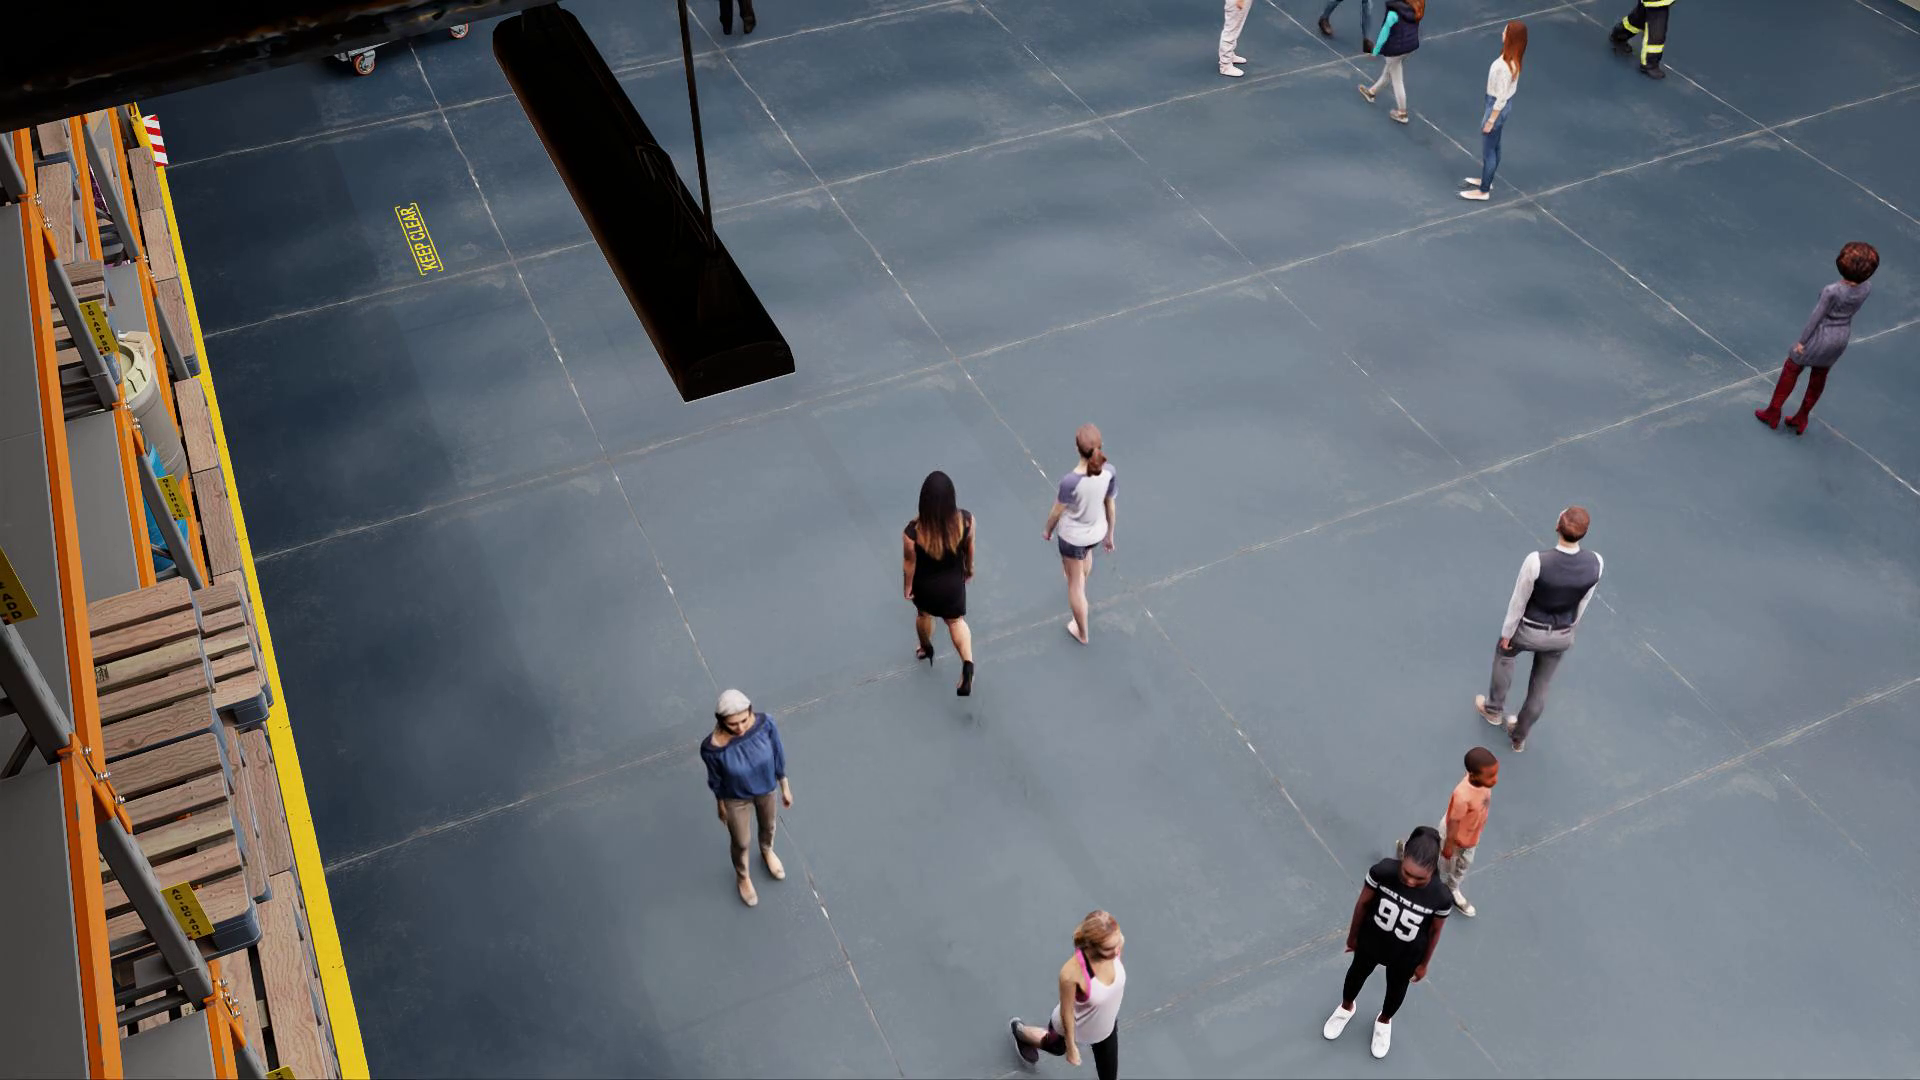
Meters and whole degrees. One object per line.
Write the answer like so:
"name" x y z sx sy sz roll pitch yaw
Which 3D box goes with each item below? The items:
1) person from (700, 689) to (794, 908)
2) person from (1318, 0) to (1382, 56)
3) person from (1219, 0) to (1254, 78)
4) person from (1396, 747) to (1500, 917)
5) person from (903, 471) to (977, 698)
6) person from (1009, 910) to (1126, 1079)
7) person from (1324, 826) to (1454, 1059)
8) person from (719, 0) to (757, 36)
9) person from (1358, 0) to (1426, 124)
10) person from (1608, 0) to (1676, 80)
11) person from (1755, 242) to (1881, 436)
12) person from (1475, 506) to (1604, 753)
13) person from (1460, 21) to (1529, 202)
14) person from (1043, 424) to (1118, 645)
"person" -1.221 1.414 9.606 0.651 1.694 0.607 -23 48 -22
"person" 4.096 -5.950 17.407 0.697 1.597 1.185 -25 49 -24
"person" 2.847 -5.622 16.997 0.786 1.688 0.715 12 45 12
"person" 2.850 1.644 9.652 0.599 1.299 0.837 -30 51 -27
"person" -0.096 0.332 10.746 0.708 1.689 0.964 -15 45 -15
"person" 0.561 2.407 8.523 0.754 1.752 1.211 -27 50 -25
"person" 2.289 2.130 8.821 0.696 1.742 0.773 19 47 19
"person" -2.482 -6.229 17.472 0.844 1.912 0.852 2 44 2
"person" 4.344 -4.777 16.269 0.743 1.468 0.978 -30 51 -28
"person" 7.124 -5.783 17.016 0.902 1.895 1.145 -25 49 -24
"person" 6.613 -1.487 12.644 0.678 1.706 0.701 -6 44 -6
"person" 3.621 0.618 10.275 0.811 1.925 0.850 5 44 6
"person" 4.913 -3.921 15.182 0.688 1.728 0.650 18 47 18
"person" 0.846 0.018 11.036 0.557 1.745 0.861 -19 47 -19
